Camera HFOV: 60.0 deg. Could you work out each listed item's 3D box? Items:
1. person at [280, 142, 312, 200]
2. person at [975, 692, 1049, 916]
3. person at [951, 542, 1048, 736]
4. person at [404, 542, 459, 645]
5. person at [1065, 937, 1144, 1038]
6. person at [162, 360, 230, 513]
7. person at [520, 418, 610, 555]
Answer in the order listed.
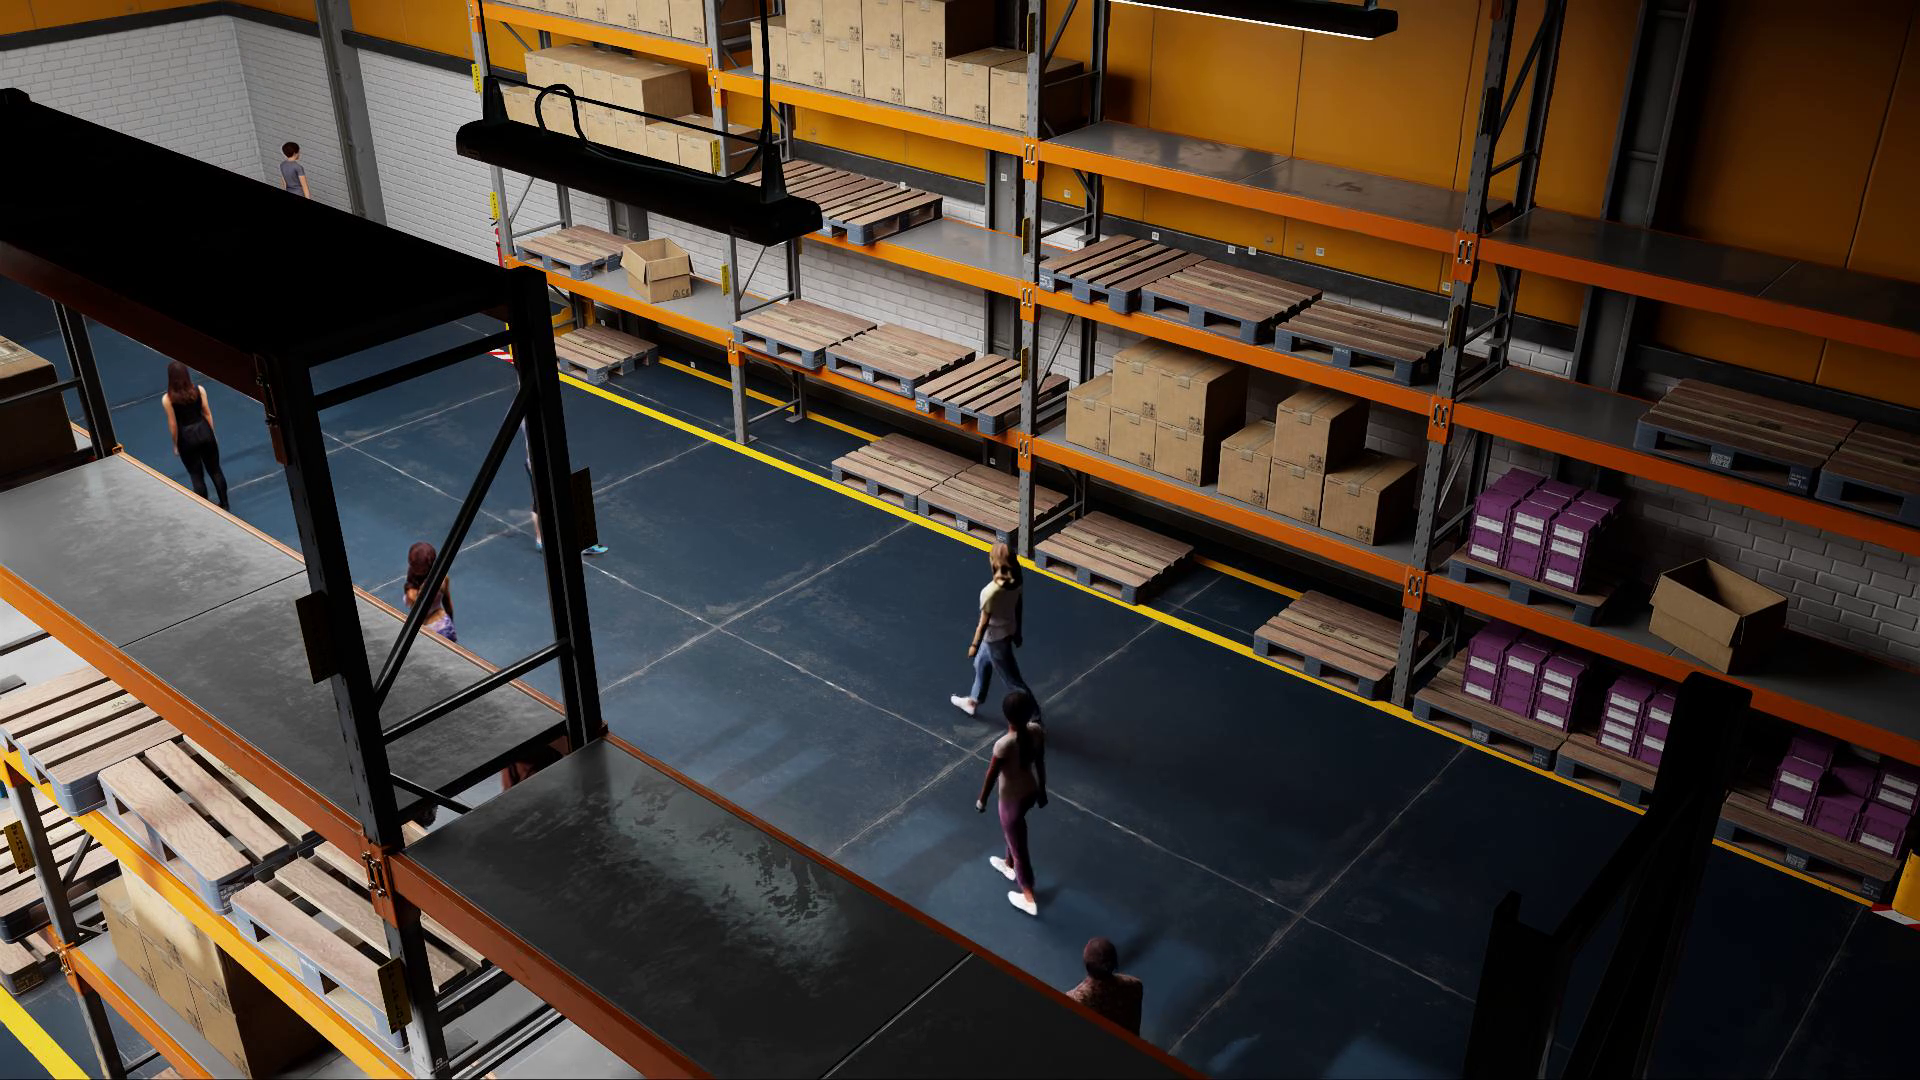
[{"bbox_3d":[-9.429,-4.837,23.684,0.524,1.648,0.699,14,32,24],"label":"person"},{"bbox_3d":[0.457,1.835,11.374,0.830,1.723,0.604,23,36,36],"label":"person"},{"bbox_3d":[0.394,0.844,13.237,1.181,1.679,0.772,16,32,27],"label":"person"},{"bbox_3d":[-4.168,0.794,13.240,0.621,1.765,0.651,13,31,22],"label":"person"},{"bbox_3d":[0.787,2.978,9.215,0.966,1.785,1.144,-12,31,-21],"label":"person"},{"bbox_3d":[-7.637,-0.996,16.601,0.602,1.687,0.560,-25,38,-38],"label":"person"},{"bbox_3d":[-4.011,-0.688,15.864,1.087,1.853,0.831,14,31,23],"label":"person"}]
